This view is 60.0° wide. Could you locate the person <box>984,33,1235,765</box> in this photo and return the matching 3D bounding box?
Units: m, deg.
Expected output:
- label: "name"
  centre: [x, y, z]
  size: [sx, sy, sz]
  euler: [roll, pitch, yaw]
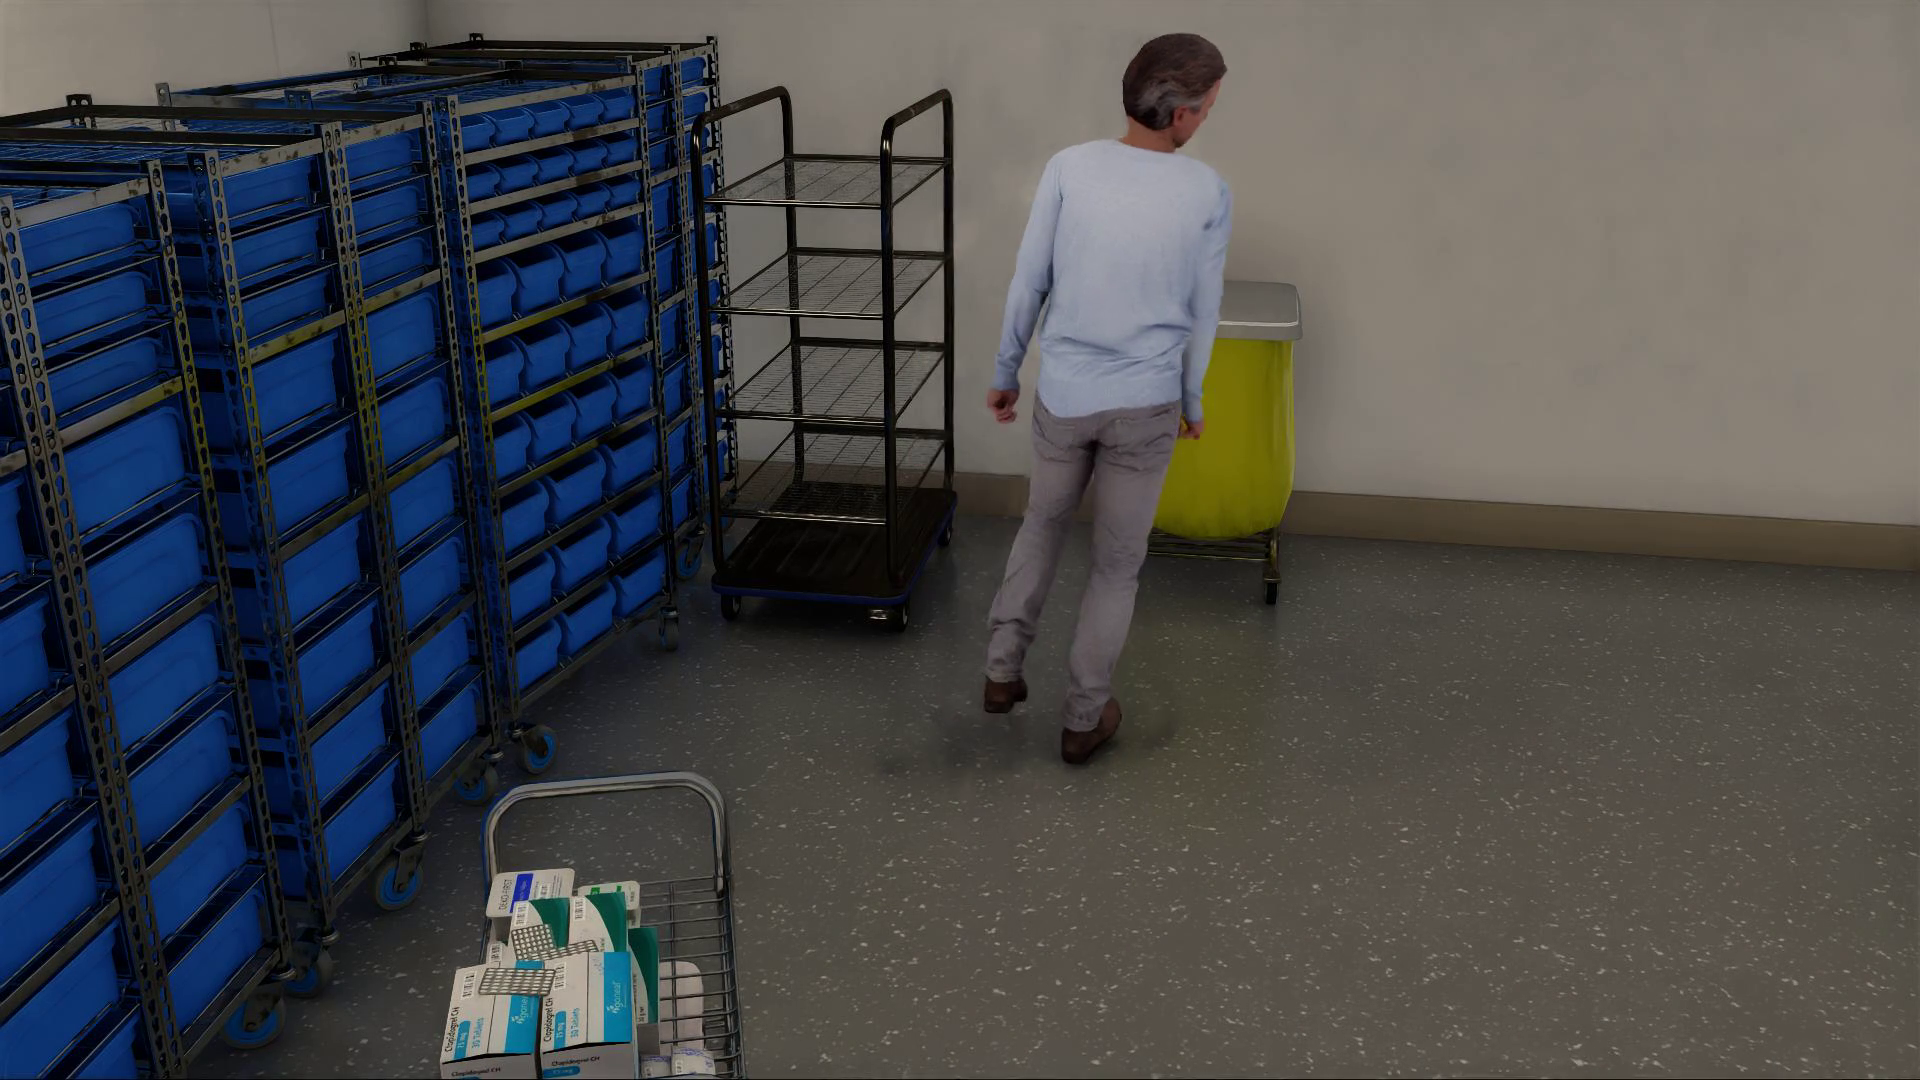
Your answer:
- label: "person"
  centre: [0.351, -0.315, 4.230]
  size: [0.616, 1.854, 0.848]
  euler: [2, 21, 4]
